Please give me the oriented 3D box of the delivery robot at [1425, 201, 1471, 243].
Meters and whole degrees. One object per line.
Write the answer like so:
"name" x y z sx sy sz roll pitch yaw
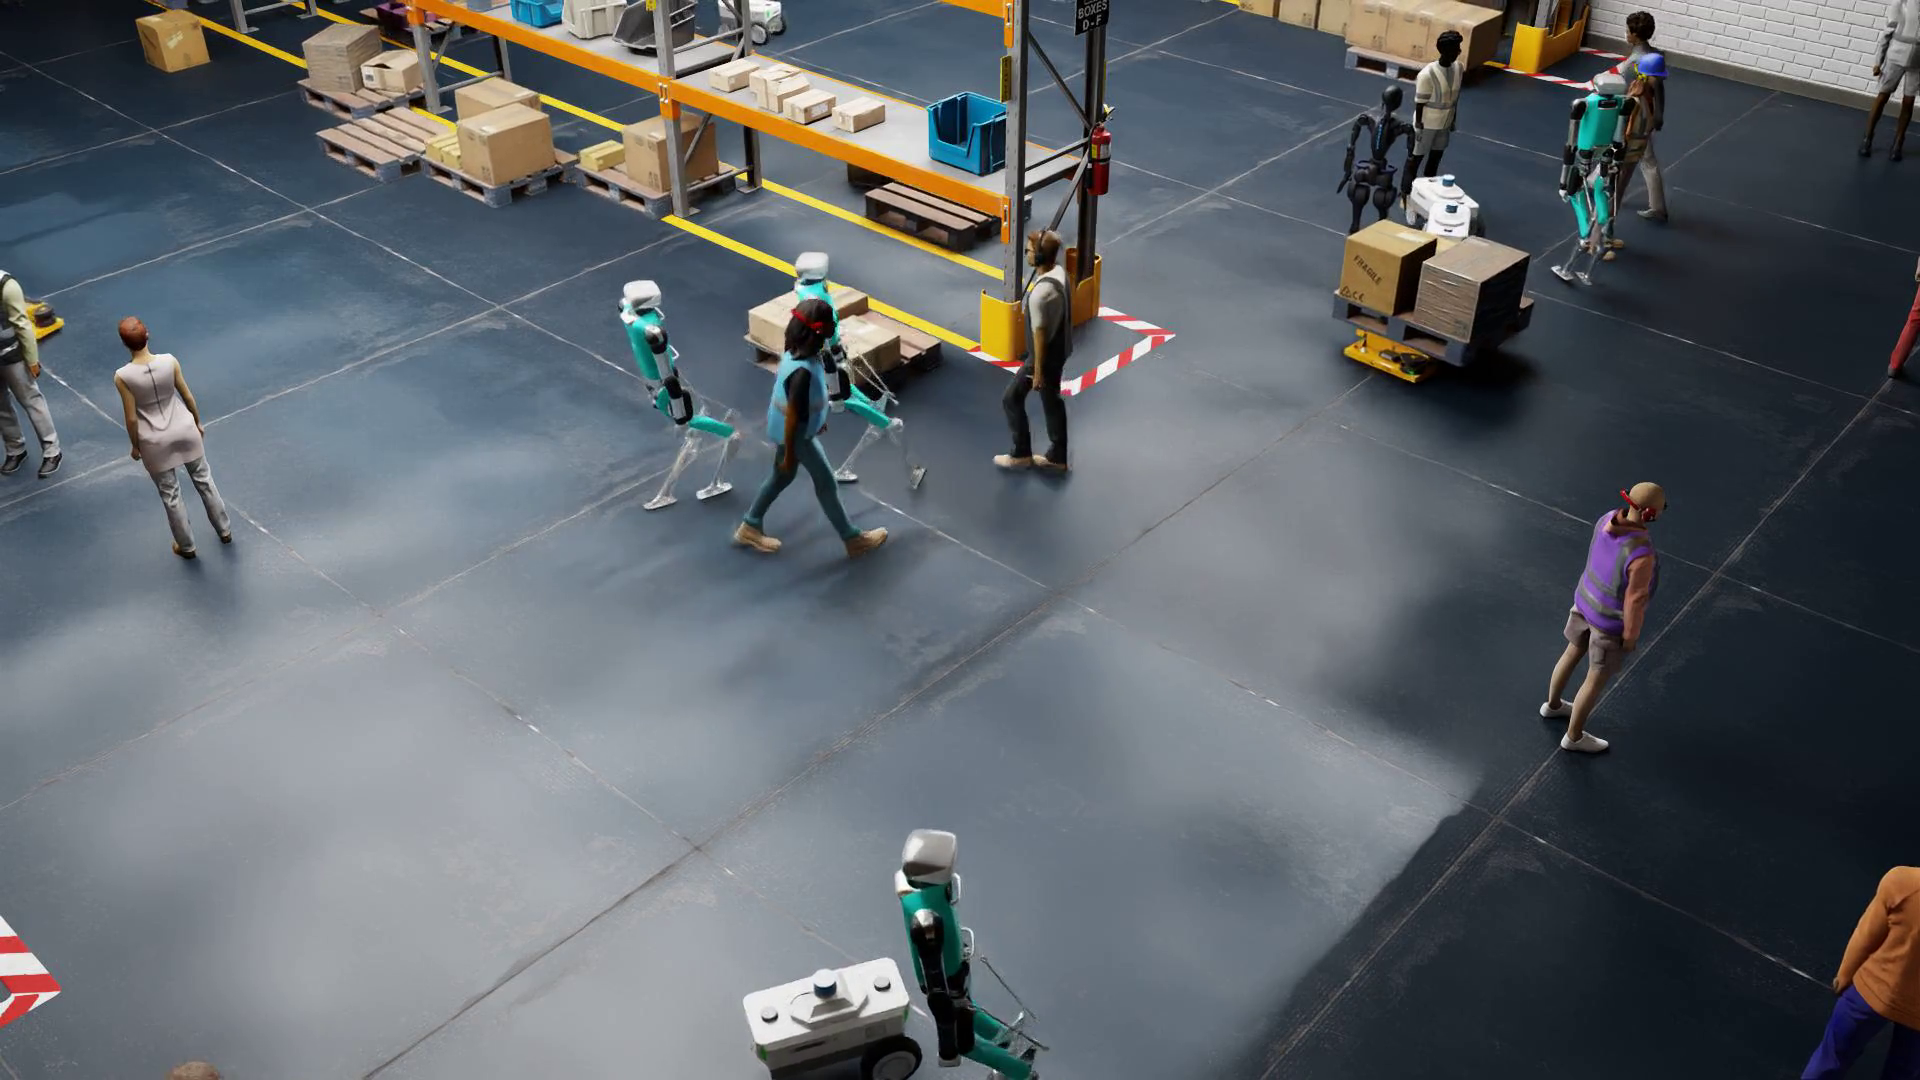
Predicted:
"delivery robot" 4.191 -2.628 14.359 0.524 0.586 0.754 10 36 13

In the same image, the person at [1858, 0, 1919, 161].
"person" 9.147 -4.633 16.069 0.549 1.922 0.387 15 37 21

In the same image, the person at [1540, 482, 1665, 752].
"person" 3.491 0.408 8.973 0.352 1.685 0.485 -5 35 -7

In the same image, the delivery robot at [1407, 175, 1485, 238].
"delivery robot" 4.323 -2.934 14.826 0.499 0.614 0.791 -8 35 -12

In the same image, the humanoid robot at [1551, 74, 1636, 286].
"humanoid robot" 5.250 -2.876 13.659 0.537 1.775 0.685 -5 35 -7

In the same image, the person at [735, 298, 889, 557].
"person" -1.000 -0.660 10.408 1.008 1.815 0.573 -3 35 -4

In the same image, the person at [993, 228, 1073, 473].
"person" 0.483 -1.271 11.281 0.649 1.822 0.531 14 37 19

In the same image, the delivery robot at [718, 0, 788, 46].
"delivery robot" -2.430 -6.113 19.431 0.811 0.613 0.499 14 37 20

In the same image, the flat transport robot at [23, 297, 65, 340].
"flat transport robot" -8.024 -1.781 13.390 1.431 0.231 0.659 13 37 18

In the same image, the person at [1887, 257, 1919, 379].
"person" 7.383 -1.972 12.360 0.520 1.758 0.346 28 43 34

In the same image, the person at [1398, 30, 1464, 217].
"person" 4.277 -3.765 15.014 0.535 1.691 0.319 -20 39 -26

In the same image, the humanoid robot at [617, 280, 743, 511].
"humanoid robot" -1.747 -0.949 10.906 0.854 1.765 0.576 -20 39 -26

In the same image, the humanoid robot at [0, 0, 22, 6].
"humanoid robot" -11.740 -7.317 20.177 0.585 1.653 0.327 -21 40 -28

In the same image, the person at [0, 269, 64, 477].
"person" -6.543 -1.265 11.277 0.591 1.824 0.403 2 35 3

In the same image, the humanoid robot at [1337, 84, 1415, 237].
"humanoid robot" 3.457 -2.988 13.899 0.610 1.650 0.308 16 38 22

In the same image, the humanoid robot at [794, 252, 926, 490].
"humanoid robot" -0.596 -1.072 11.123 0.940 1.816 0.540 -2 35 -3

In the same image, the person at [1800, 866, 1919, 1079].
"person" 3.804 1.818 6.681 0.517 1.974 0.403 19 39 25

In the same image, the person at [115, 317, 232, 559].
"person" -5.010 -0.644 10.517 0.455 1.656 0.272 -29 44 -35

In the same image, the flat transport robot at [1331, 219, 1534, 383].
"flat transport robot" 3.743 -1.660 13.216 1.431 0.231 0.659 -29 44 -35

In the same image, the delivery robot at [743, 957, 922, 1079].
"delivery robot" -0.562 2.152 7.456 0.783 0.612 0.520 -11 36 -16

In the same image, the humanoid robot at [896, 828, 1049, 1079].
"humanoid robot" 0.105 1.887 6.776 0.691 1.782 0.533 -1 35 -2

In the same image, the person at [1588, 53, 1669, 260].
"person" 5.737 -3.300 14.261 0.326 1.777 0.463 24 41 30

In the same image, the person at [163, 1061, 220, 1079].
"person" -2.585 2.481 5.993 0.397 1.642 0.542 -1 35 -2

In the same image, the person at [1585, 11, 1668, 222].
"person" 6.083 -3.806 14.957 1.096 1.812 0.508 28 43 34
